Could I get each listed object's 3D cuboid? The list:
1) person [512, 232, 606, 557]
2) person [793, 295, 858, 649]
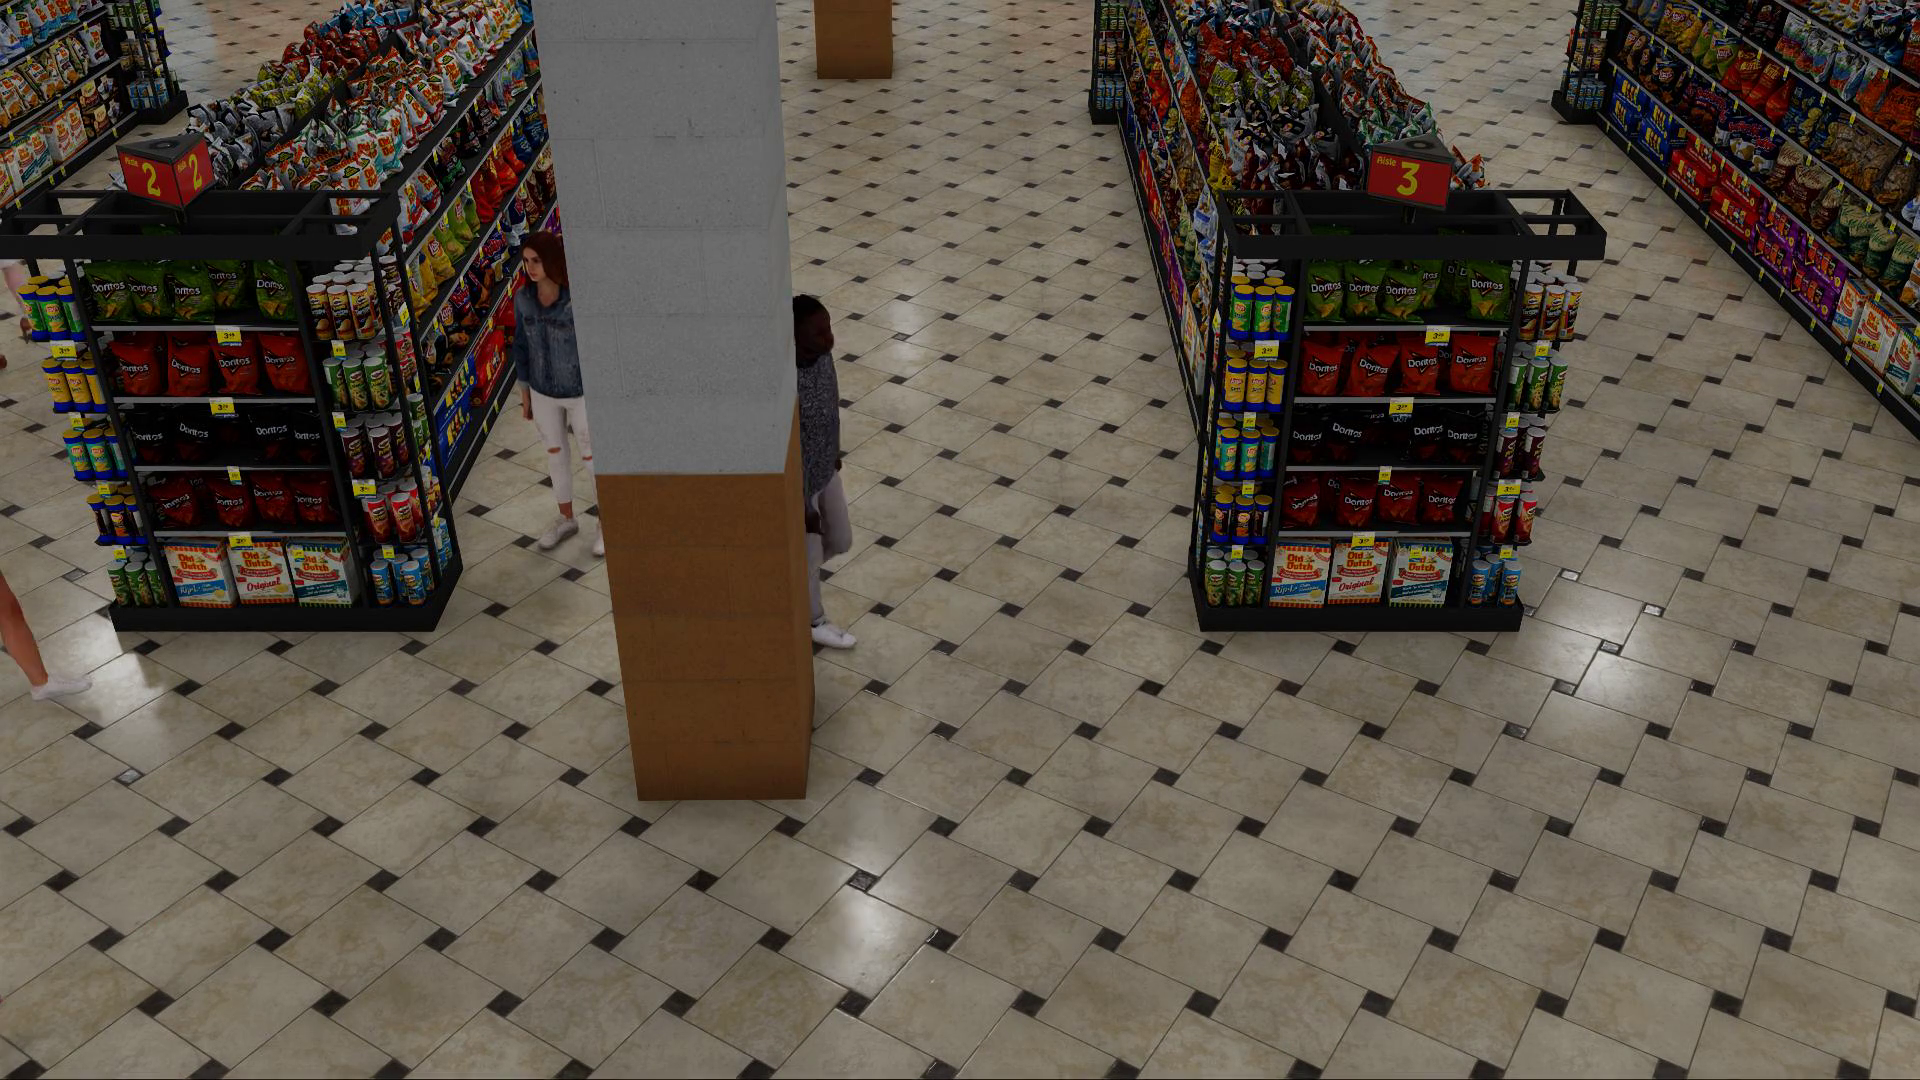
[{"bbox_3d":[-1.930,-0.717,8.167,0.663,1.701,0.589,7,33,11],"label":"person"},{"bbox_3d":[-0.758,-0.273,7.348,0.929,1.811,0.836,10,33,16],"label":"person"}]
